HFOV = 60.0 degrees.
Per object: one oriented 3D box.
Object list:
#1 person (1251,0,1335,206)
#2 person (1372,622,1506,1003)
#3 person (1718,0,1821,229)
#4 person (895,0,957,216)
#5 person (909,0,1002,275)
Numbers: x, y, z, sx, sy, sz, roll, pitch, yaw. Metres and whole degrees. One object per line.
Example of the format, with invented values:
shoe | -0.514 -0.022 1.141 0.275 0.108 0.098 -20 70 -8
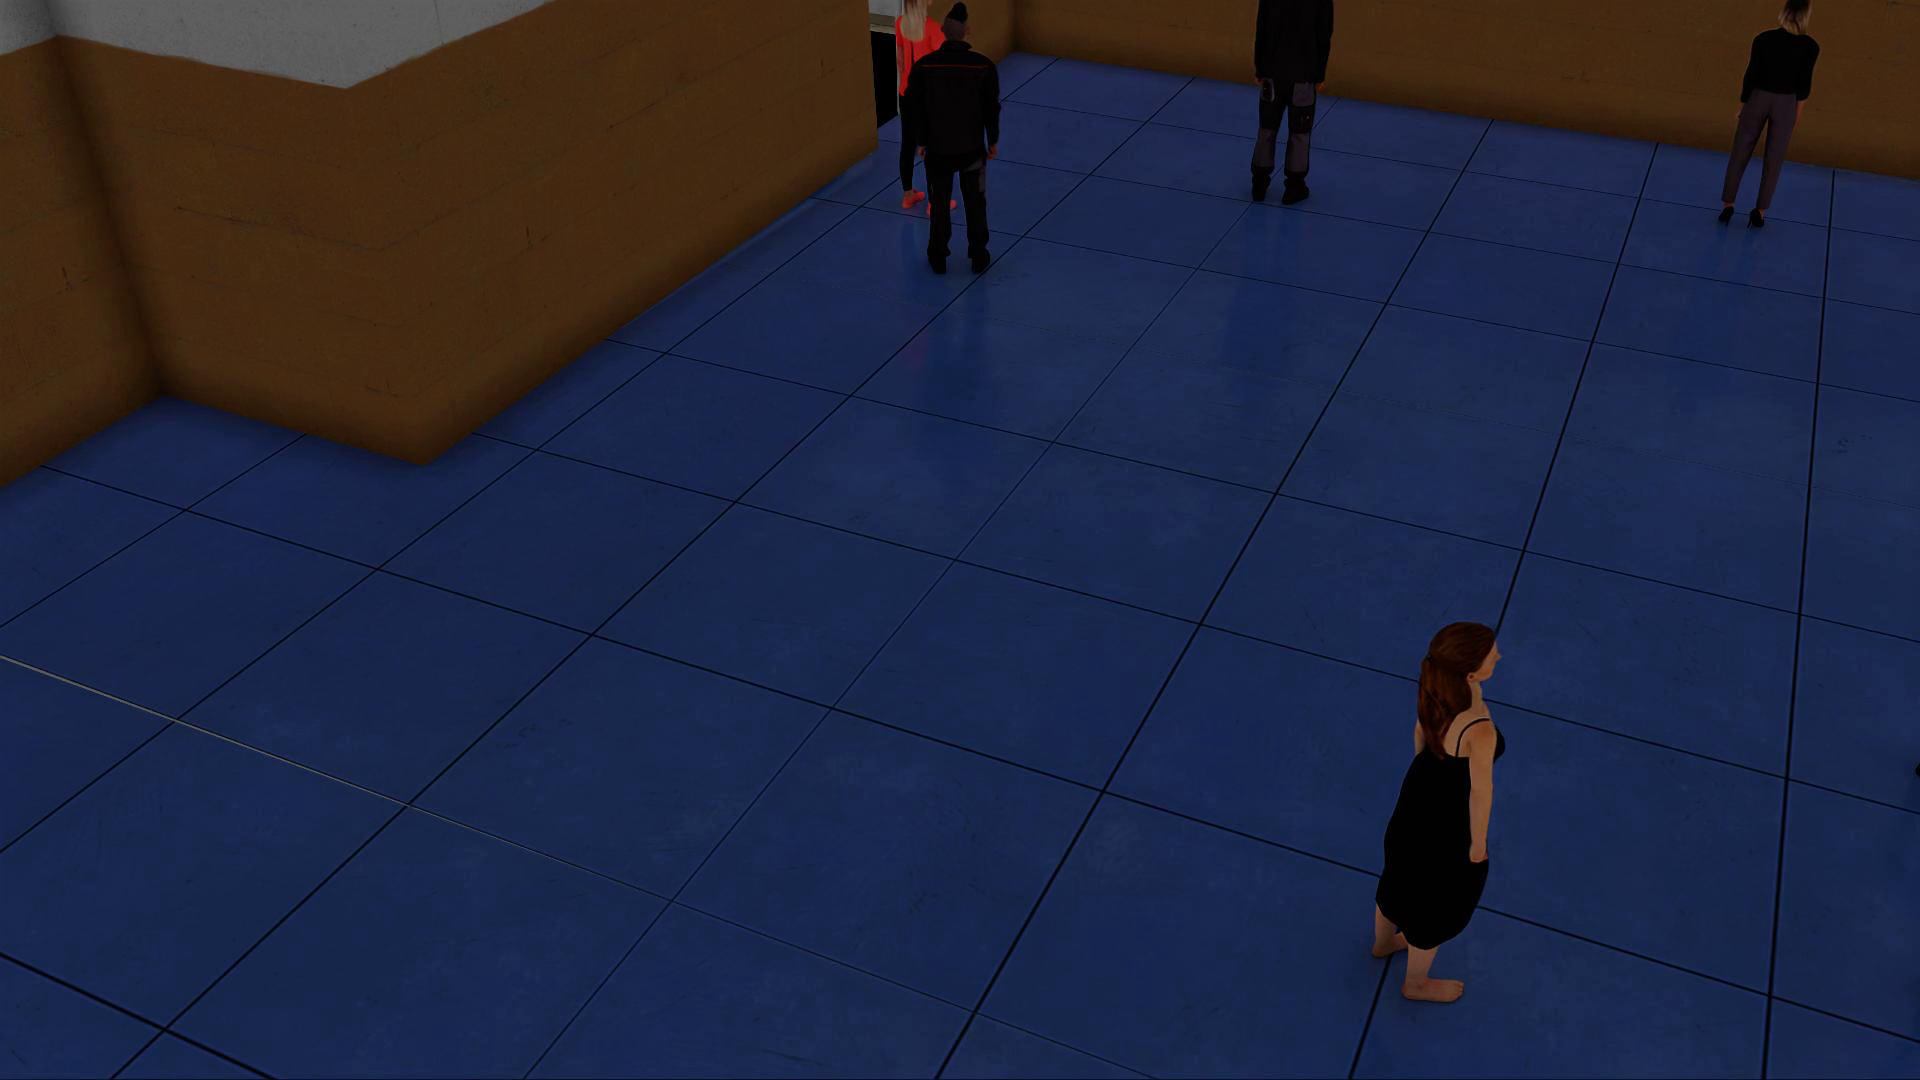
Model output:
person | 2.419 -3.434 12.200 0.529 1.946 0.764 13 36 18
person | 1.694 0.956 5.890 0.731 1.624 0.678 -9 35 -13
person | 5.761 -3.036 11.849 0.476 1.672 0.664 17 37 24
person | -0.283 -3.222 12.109 0.557 1.693 0.705 25 41 33
person | -0.022 -2.685 11.129 0.729 1.861 0.908 1 34 2
